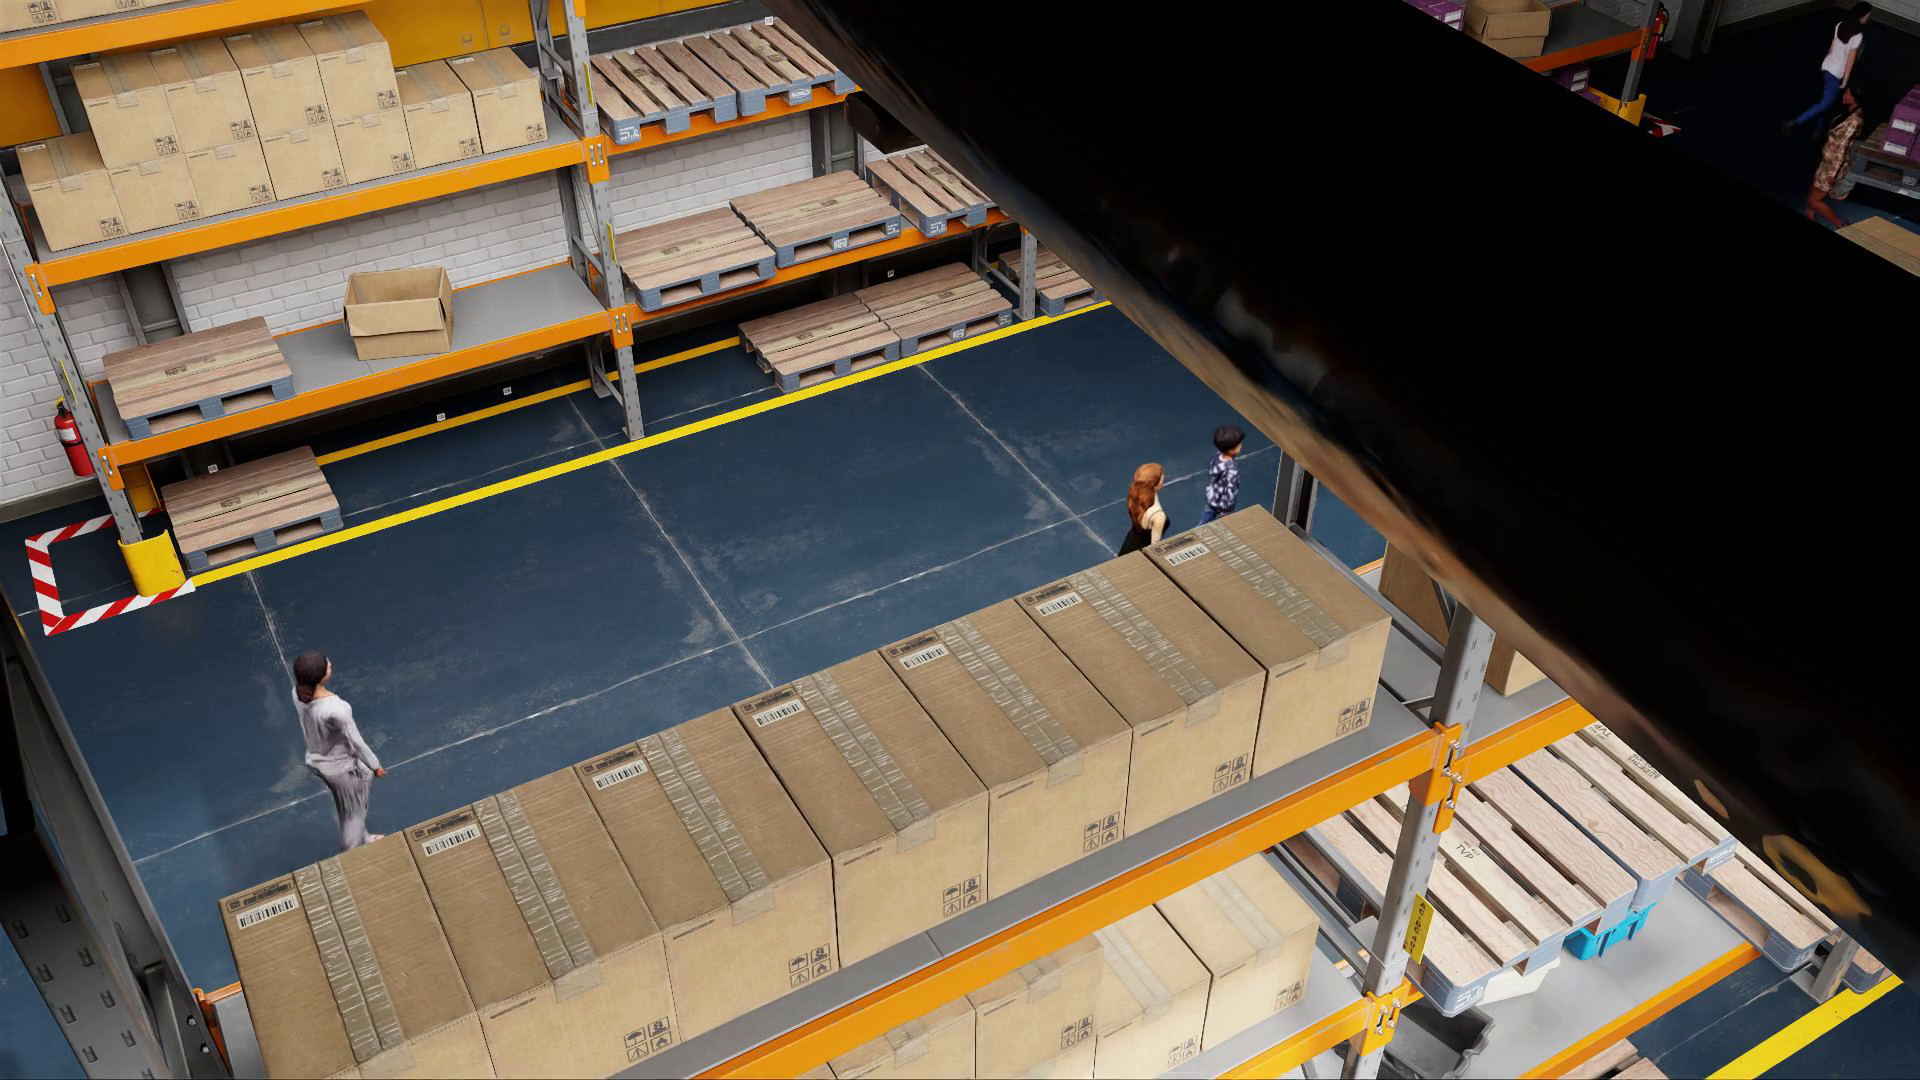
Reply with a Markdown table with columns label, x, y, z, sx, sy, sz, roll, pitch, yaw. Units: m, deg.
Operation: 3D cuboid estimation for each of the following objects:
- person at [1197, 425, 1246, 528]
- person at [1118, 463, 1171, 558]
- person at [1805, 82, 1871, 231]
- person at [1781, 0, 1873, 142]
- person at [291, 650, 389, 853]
| label | x | y | z | sx | sy | sz | roll | pitch | yaw |
| --- | --- | --- | --- | --- | --- | --- | --- | --- | --- |
| person | 1.963 | -0.335 | 12.784 | 0.876 | 1.220 | 0.647 | -9 | 39 | -11 |
| person | 1.223 | 0.166 | 11.872 | 1.122 | 1.576 | 0.566 | -20 | 43 | -23 |
| person | 8.738 | -3.662 | 16.503 | 0.891 | 1.779 | 0.858 | 15 | 41 | 17 |
| person | 9.607 | -5.130 | 18.436 | 1.112 | 1.659 | 0.870 | -7 | 39 | -8 |
| person | -3.874 | 1.425 | 10.150 | 0.742 | 1.757 | 0.780 | 24 | 44 | 27 |
